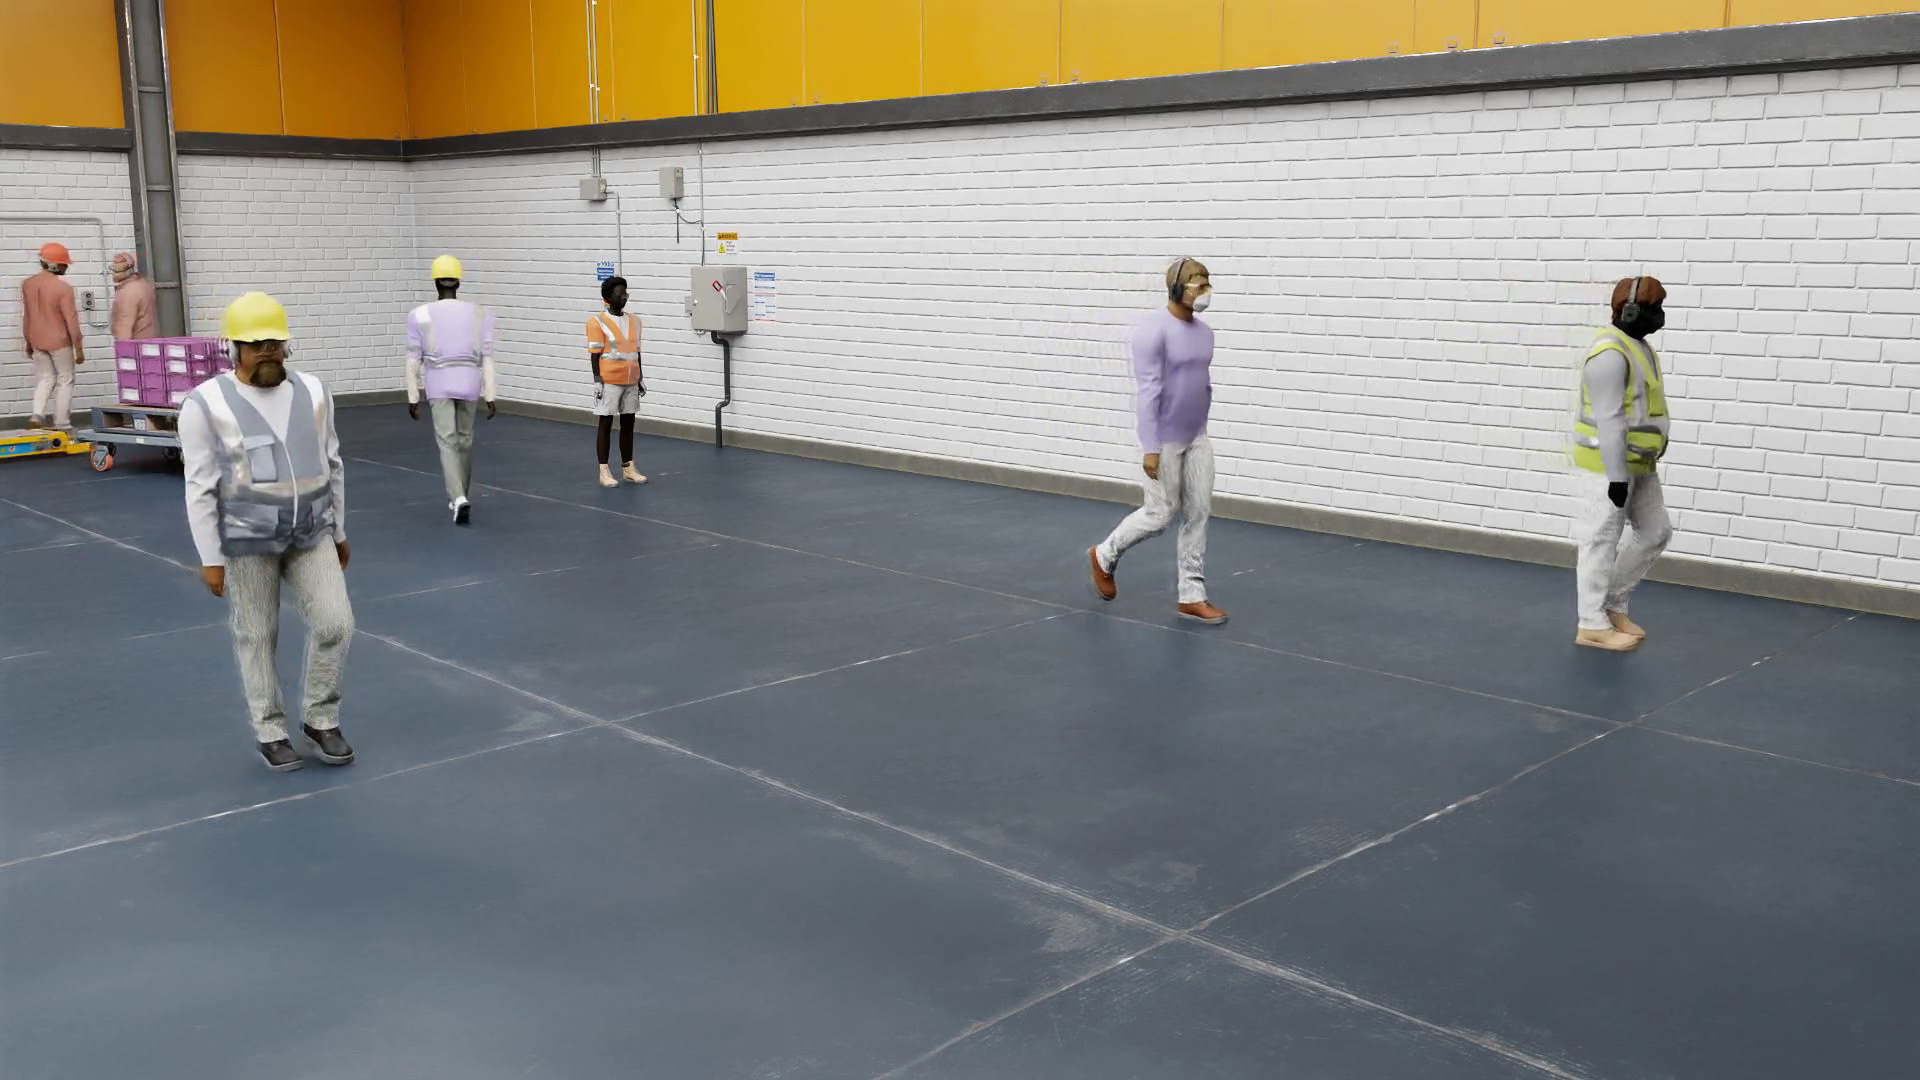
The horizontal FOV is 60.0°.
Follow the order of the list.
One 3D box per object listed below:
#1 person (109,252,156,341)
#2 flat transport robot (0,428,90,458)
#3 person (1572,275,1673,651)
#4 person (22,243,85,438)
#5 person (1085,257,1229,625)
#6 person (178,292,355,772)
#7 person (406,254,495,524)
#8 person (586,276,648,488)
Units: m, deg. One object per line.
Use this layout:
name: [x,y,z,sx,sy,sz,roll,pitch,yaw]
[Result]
person: [-8.210,-1.917,16.501,0.394,1.860,0.737,-3,11,-16]
flat transport robot: [-8.708,-0.840,14.953,0.652,0.197,1.431,7,12,33]
person: [3.228,-0.358,8.075,0.480,1.828,0.658,8,13,36]
person: [-8.982,-1.940,16.401,0.691,1.950,0.601,3,11,16]
person: [1.058,-0.525,8.759,0.636,1.916,0.755,-10,14,-44]
person: [-2.533,-0.006,6.193,0.538,1.812,0.617,10,14,43]
person: [-3.602,-1.075,11.821,0.596,1.896,0.922,-5,12,-27]
person: [-2.769,-1.282,13.468,0.318,1.700,0.535,8,13,39]
